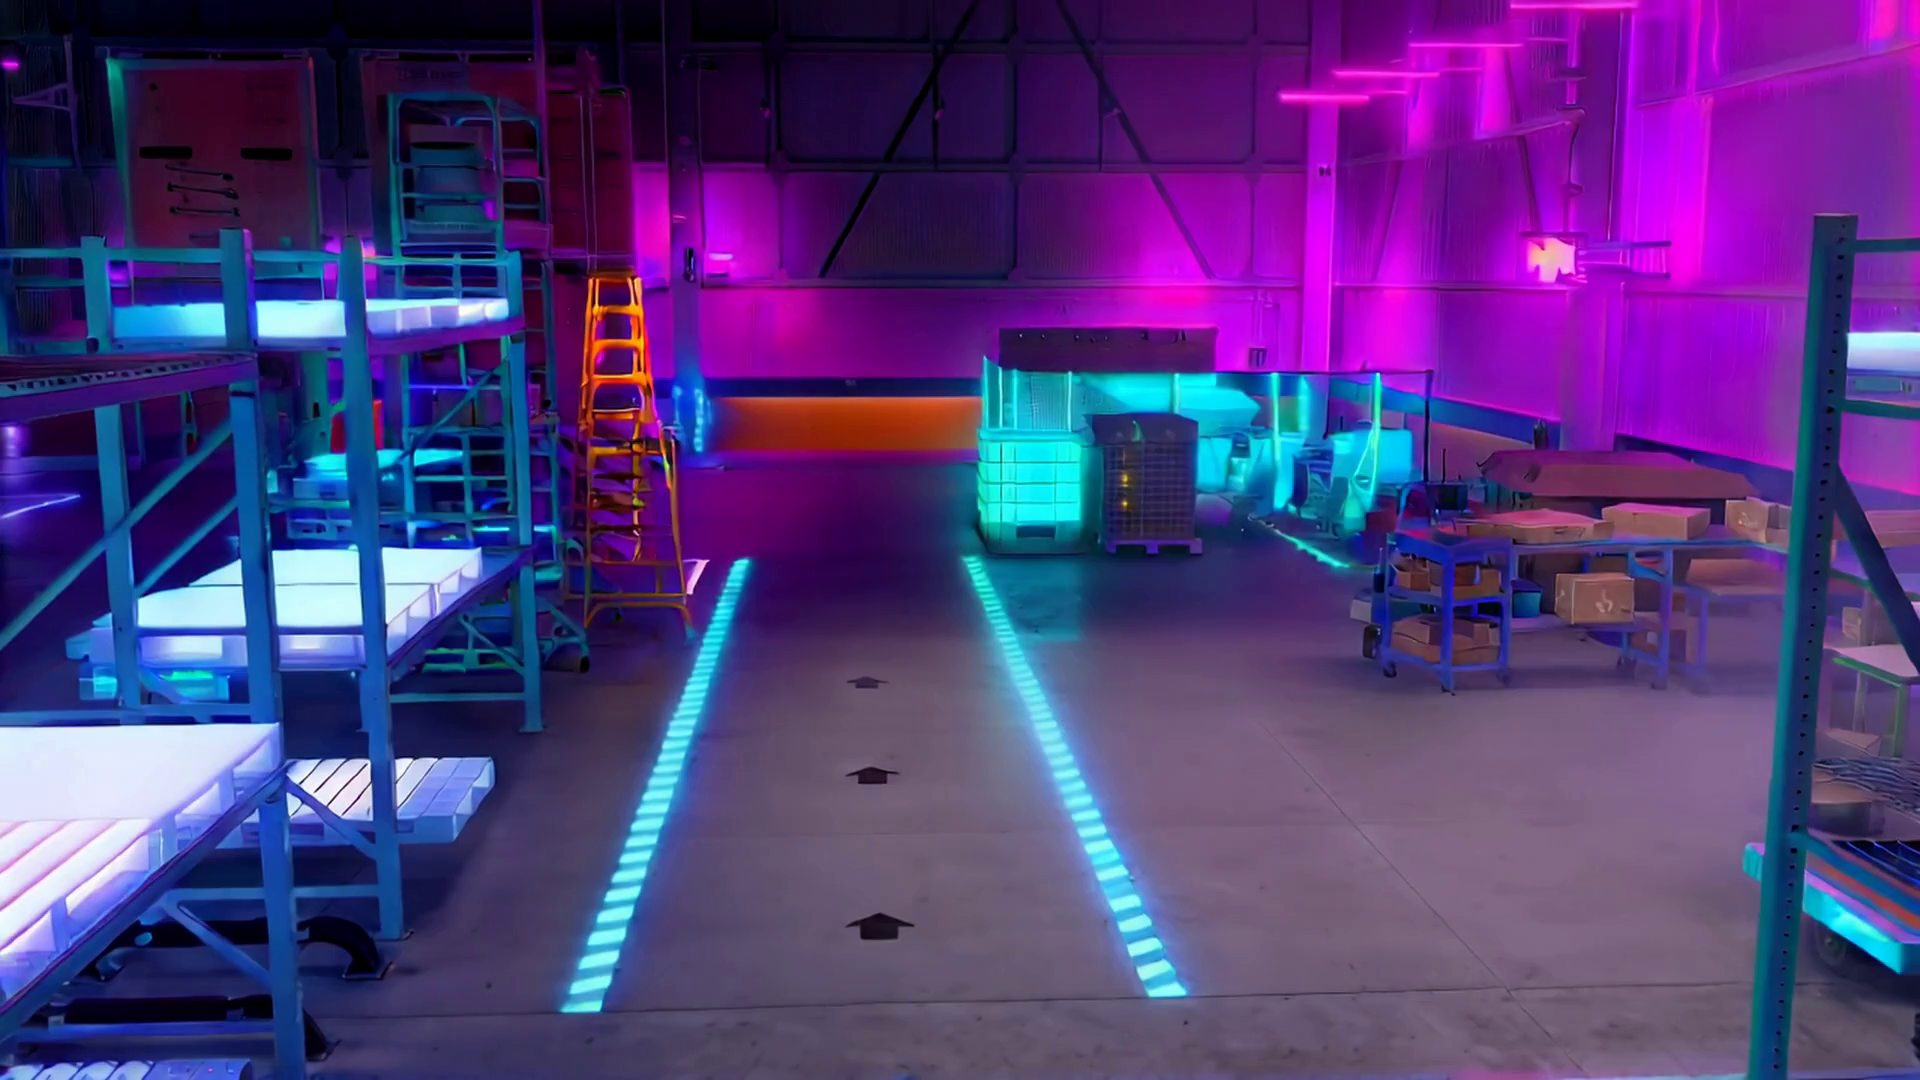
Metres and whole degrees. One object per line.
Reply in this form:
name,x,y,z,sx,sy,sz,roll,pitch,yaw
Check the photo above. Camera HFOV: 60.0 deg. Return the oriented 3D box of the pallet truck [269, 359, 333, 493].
pallet truck,-7.062,-1.131,18.996,1.885,1.965,0.823,2,9,13
